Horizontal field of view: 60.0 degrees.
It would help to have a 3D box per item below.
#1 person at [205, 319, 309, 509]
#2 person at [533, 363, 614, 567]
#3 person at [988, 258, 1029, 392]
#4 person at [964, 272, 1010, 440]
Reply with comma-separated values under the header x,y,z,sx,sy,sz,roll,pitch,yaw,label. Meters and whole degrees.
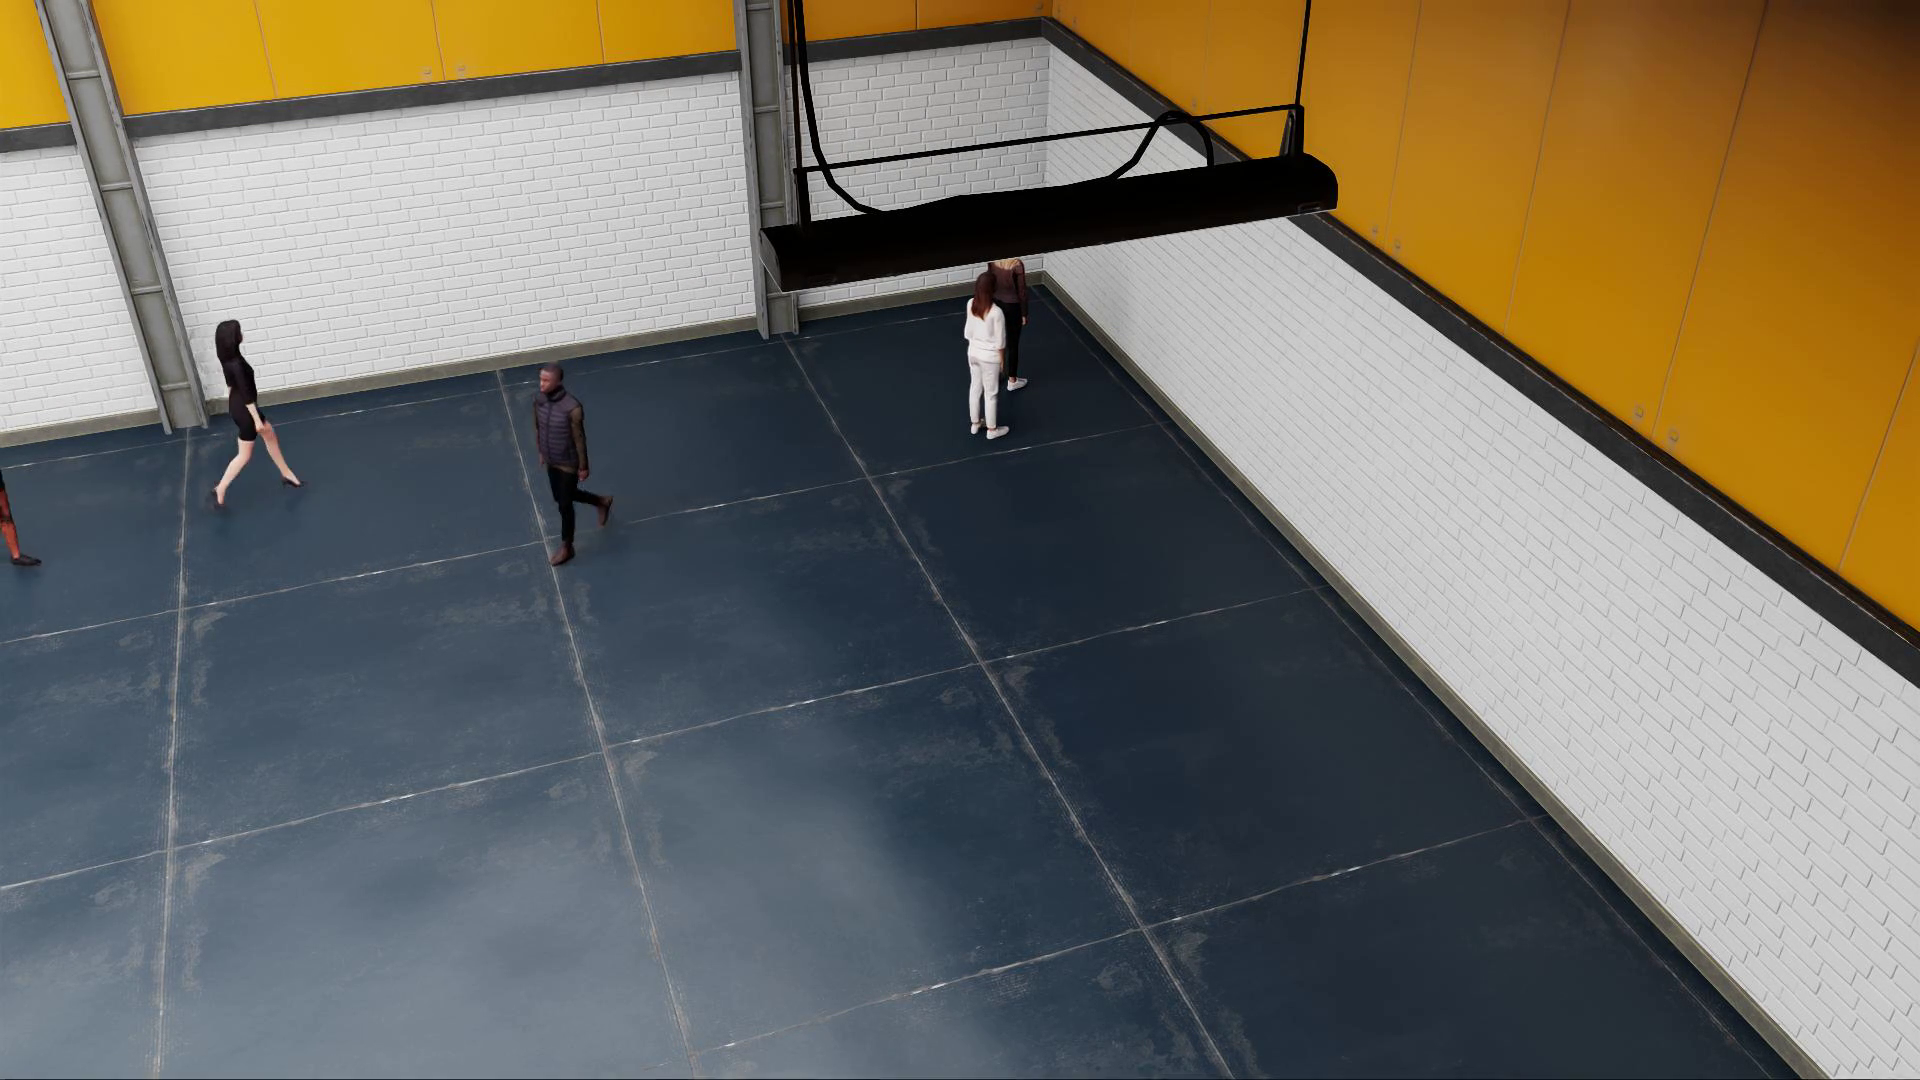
x,y,z,sx,sy,sz,roll,pitch,yaw,label
-6.386,-1.063,14.676,1.172,1.767,0.795,-19,38,-26,person
-3.282,-0.693,14.078,1.062,1.813,1.197,21,39,28,person
0.464,-2.309,16.607,0.677,1.704,0.683,23,40,30,person
0.244,-1.758,15.794,0.682,1.688,0.696,25,41,33,person
